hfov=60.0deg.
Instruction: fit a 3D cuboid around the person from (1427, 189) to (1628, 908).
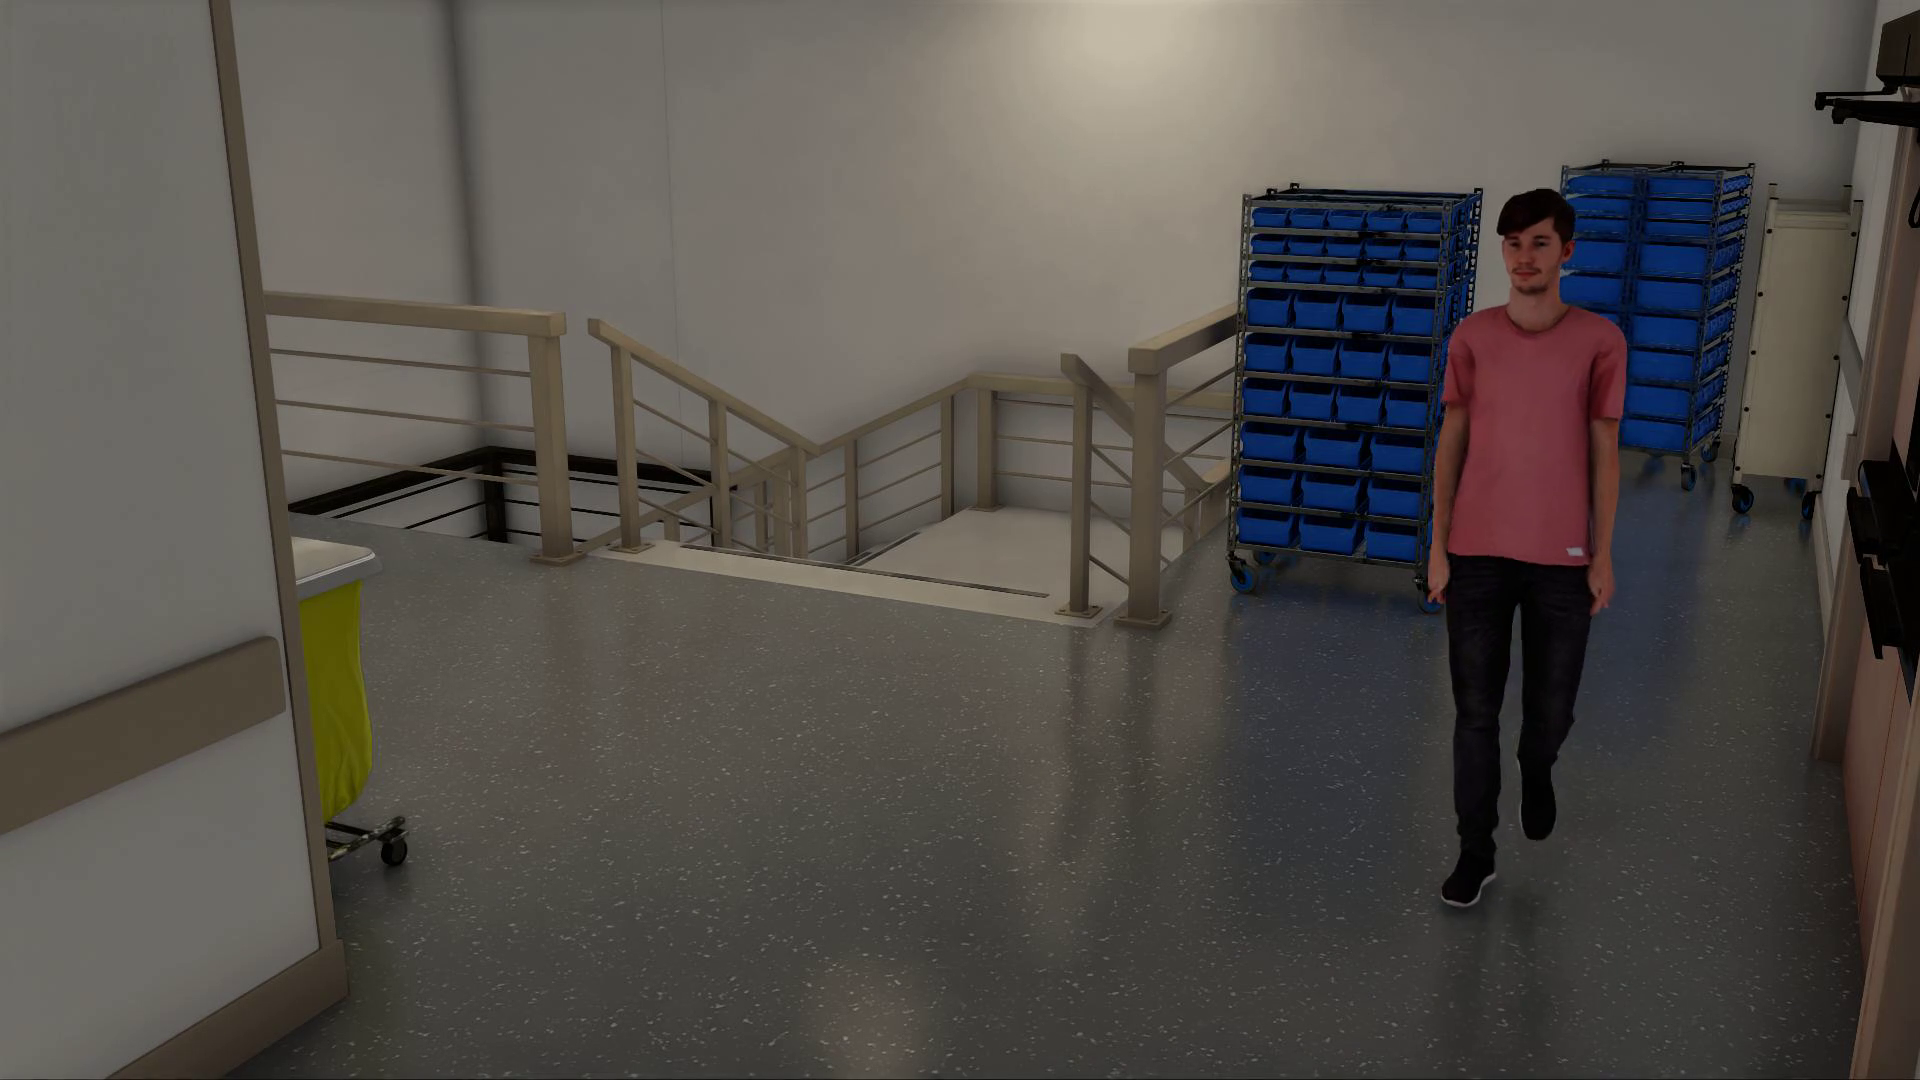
[{"bbox_3d":[1.559,0.030,4.574,0.642,1.943,0.834,8,17,25],"label":"person"}]
